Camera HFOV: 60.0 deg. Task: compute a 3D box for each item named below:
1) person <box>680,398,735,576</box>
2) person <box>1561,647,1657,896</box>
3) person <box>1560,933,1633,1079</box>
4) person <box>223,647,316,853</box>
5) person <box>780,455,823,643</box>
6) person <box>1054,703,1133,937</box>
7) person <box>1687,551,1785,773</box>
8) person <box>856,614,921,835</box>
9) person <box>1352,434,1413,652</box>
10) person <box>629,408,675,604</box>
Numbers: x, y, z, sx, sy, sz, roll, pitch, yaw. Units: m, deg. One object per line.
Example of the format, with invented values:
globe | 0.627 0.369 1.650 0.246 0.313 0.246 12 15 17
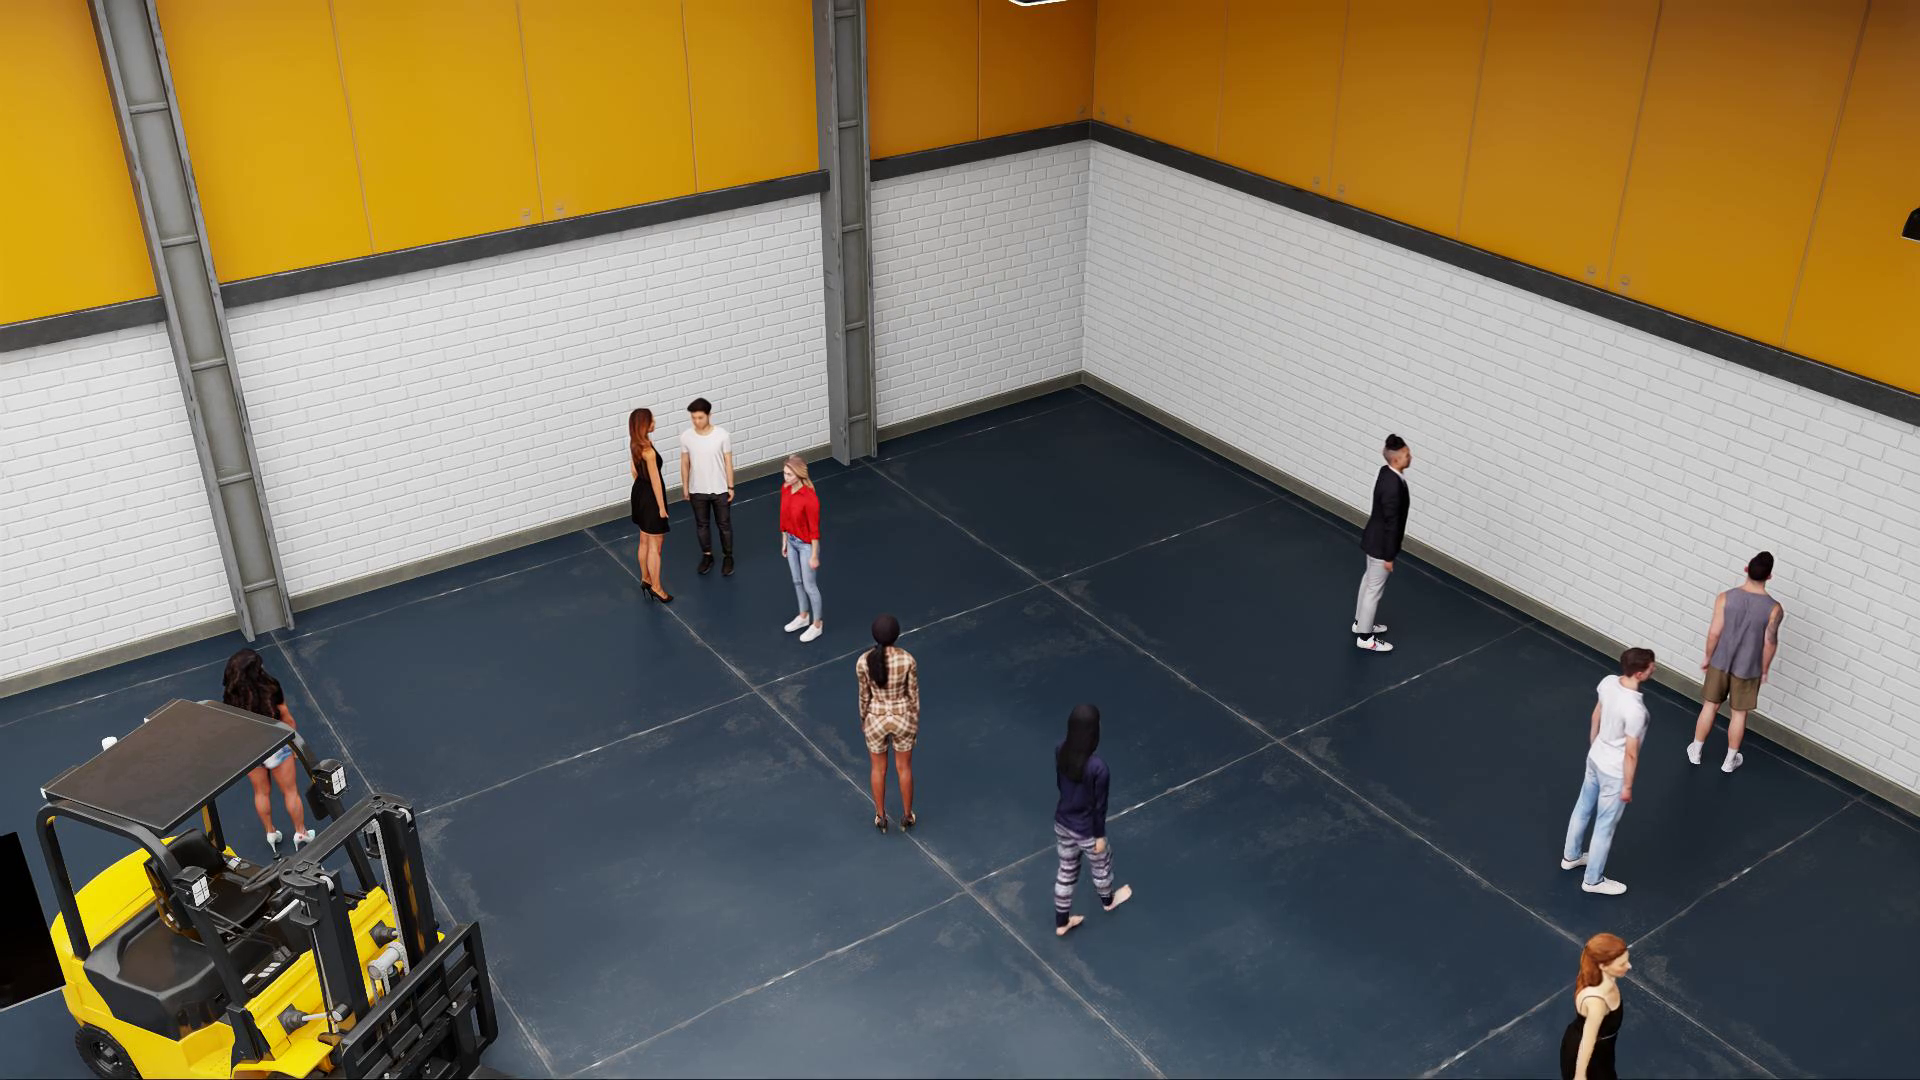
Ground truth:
person | -2.253 -0.505 14.999 0.686 1.716 0.772 2 29 3
person | 4.355 1.517 11.151 0.713 1.850 0.725 -4 29 -7
person | 3.334 2.782 9.074 0.794 1.618 0.745 15 32 25
person | -4.791 1.458 11.495 0.656 1.624 0.734 0 29 0
person | -1.325 0.048 13.997 0.569 1.705 0.644 -25 38 -38
person | 0.727 1.839 10.703 0.901 1.714 0.720 -25 37 -38
person | 5.755 0.908 12.341 0.715 1.847 0.718 17 33 28
person | -0.489 1.294 11.618 0.662 1.794 0.741 1 29 2
person | 3.523 -0.015 13.856 0.837 1.949 0.784 4 29 7
person | -2.709 -0.302 14.503 0.510 1.834 0.569 -19 34 -30
